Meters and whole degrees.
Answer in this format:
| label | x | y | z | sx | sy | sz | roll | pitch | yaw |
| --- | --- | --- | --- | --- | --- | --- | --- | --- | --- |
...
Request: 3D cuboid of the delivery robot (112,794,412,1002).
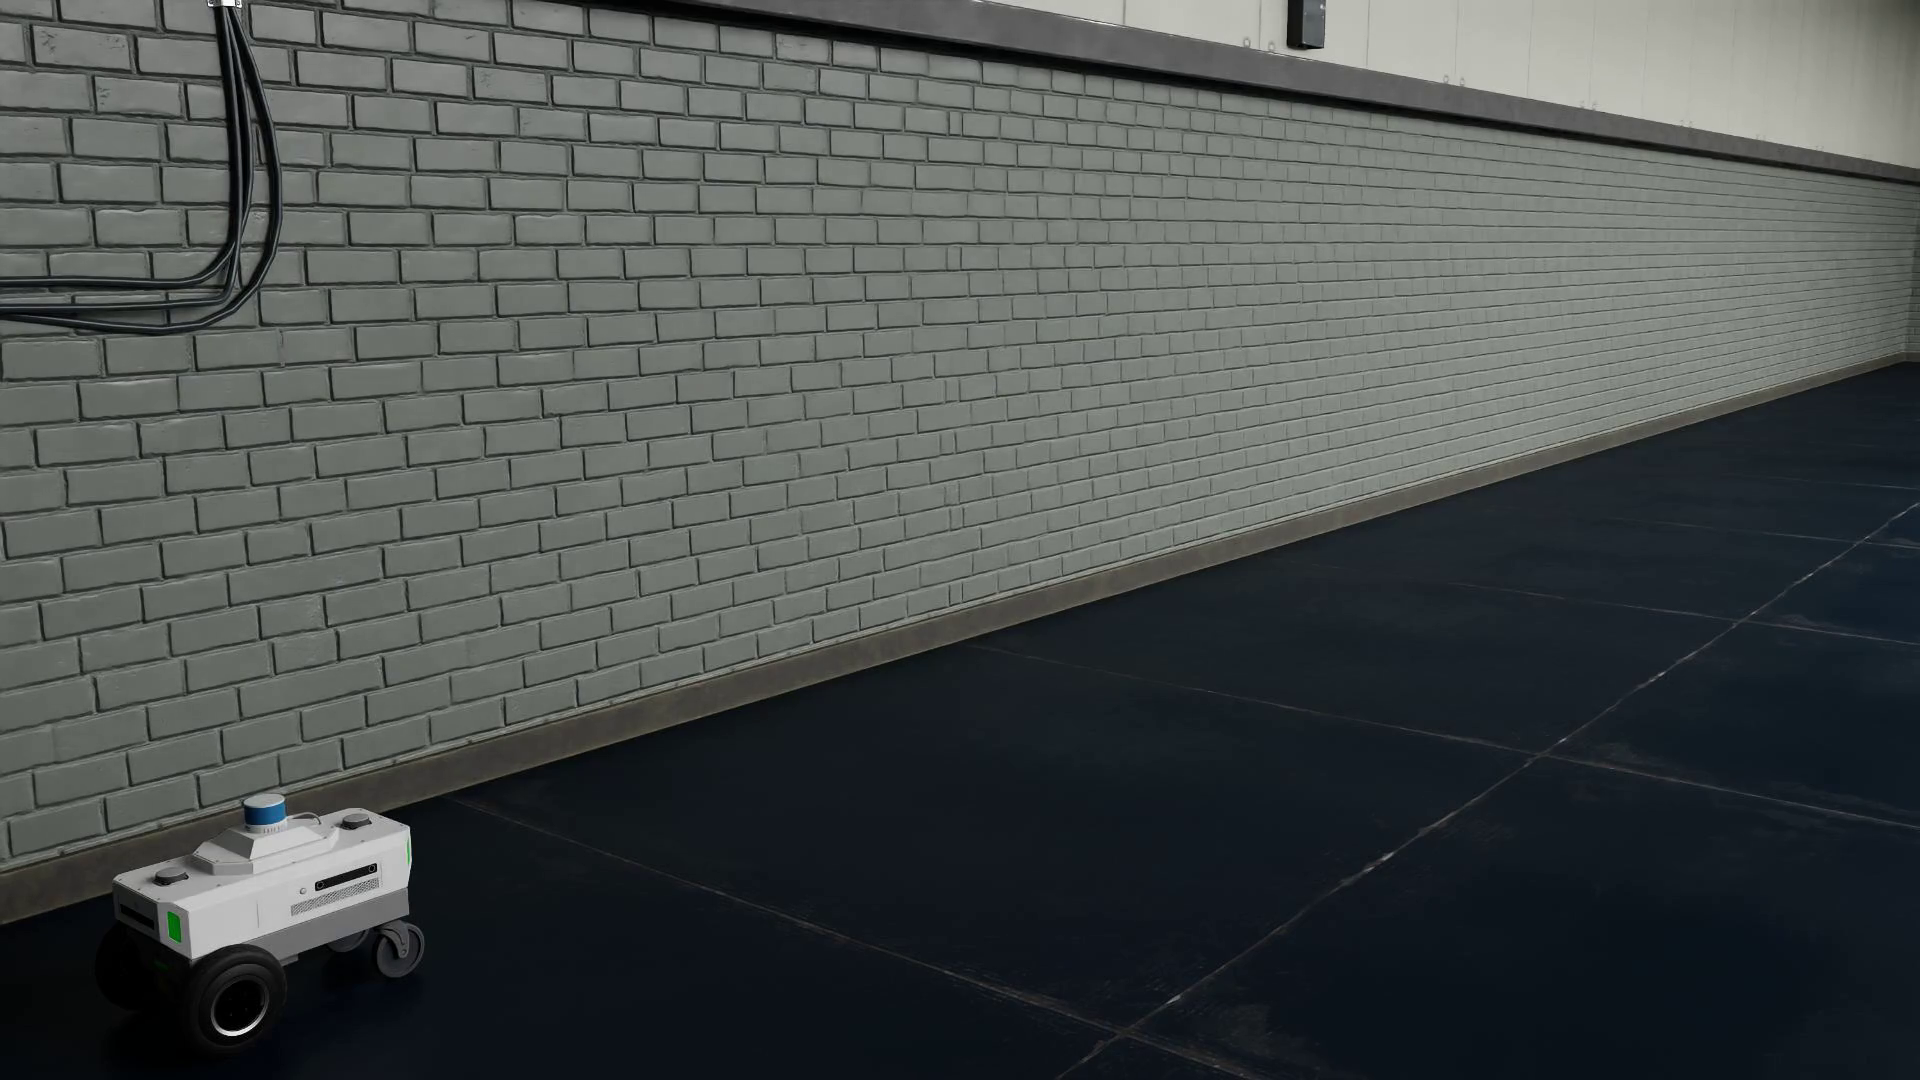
| label | x | y | z | sx | sy | sz | roll | pitch | yaw |
| --- | --- | --- | --- | --- | --- | --- | --- | --- | --- |
| delivery robot | -1.825 | 0.917 | 4.407 | 0.477 | 0.478 | 0.707 | 8 | 13 | 38 |
